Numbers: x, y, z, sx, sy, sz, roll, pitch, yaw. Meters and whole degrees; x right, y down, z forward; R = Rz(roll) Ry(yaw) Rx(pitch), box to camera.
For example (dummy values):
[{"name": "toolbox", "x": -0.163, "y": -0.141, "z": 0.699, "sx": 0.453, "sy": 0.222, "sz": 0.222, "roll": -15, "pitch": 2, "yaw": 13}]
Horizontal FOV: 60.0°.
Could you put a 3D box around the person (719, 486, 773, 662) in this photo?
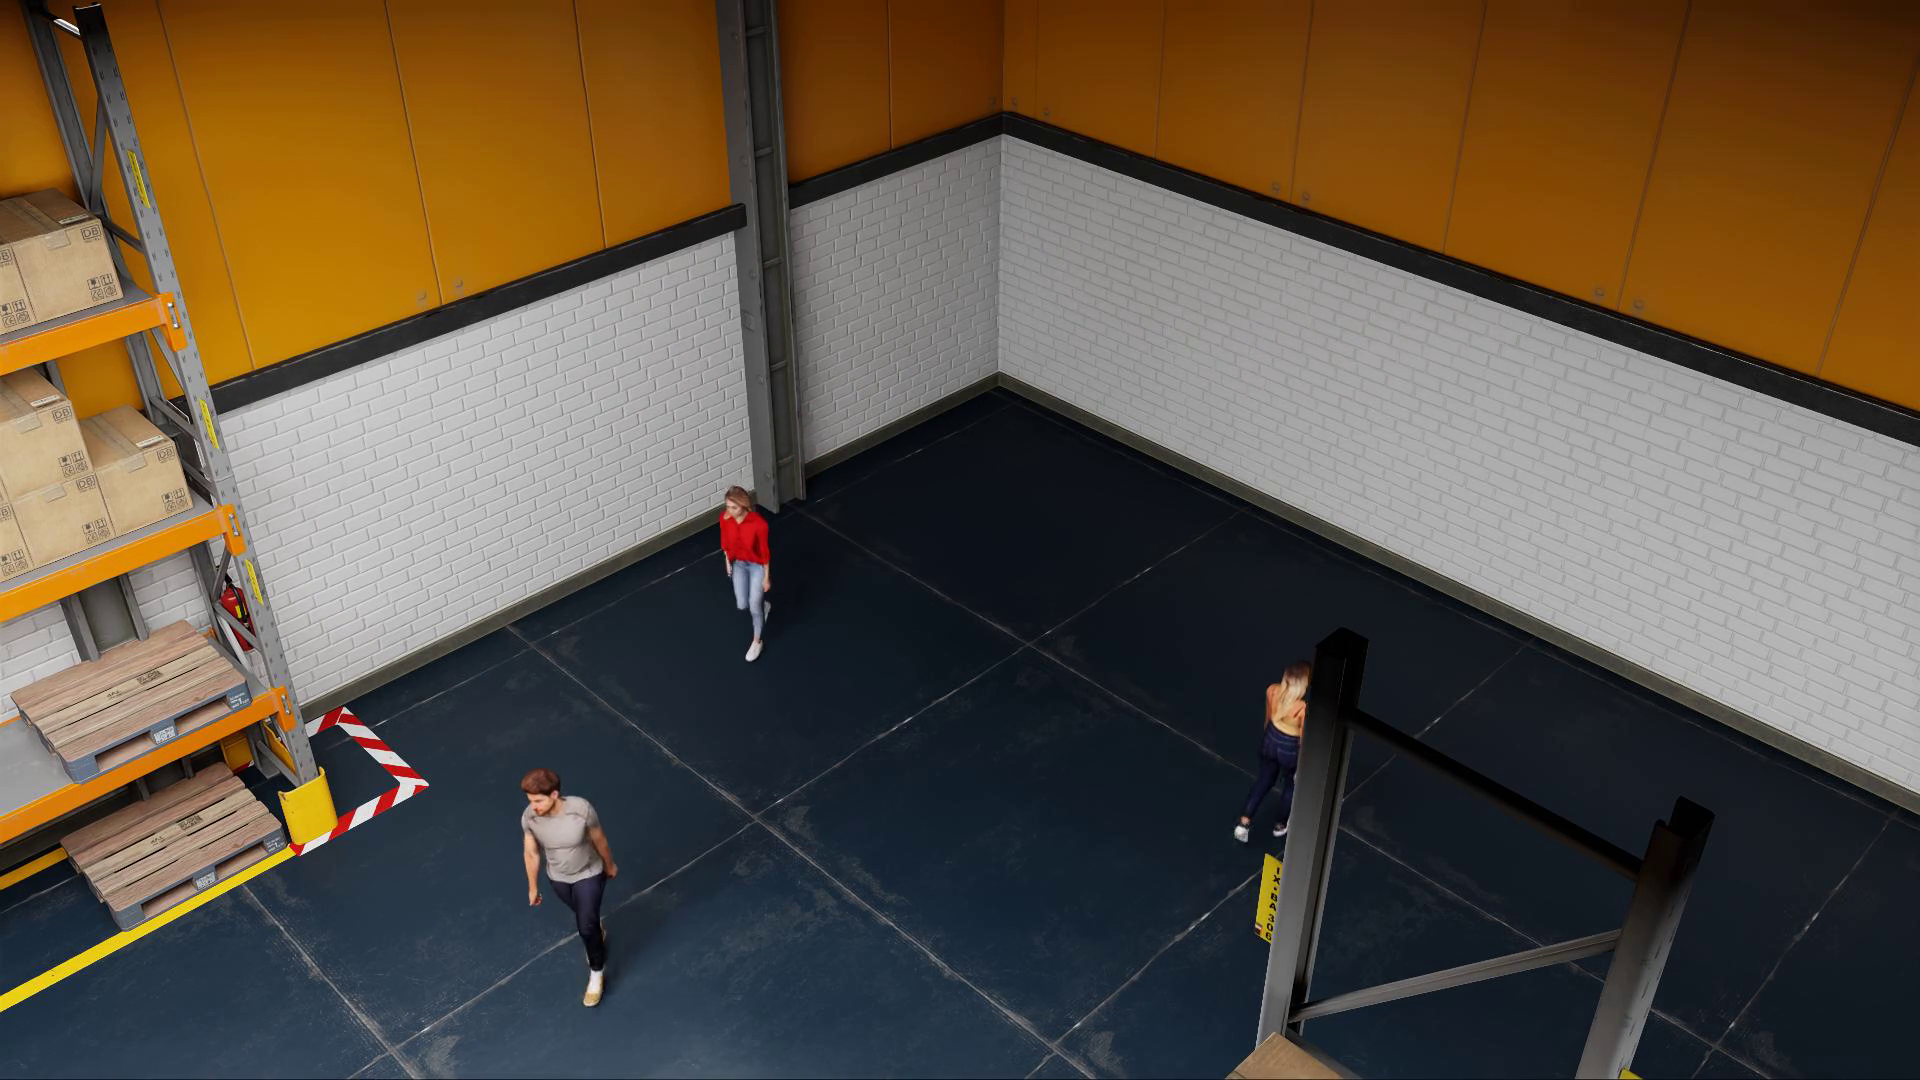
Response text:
[{"name": "person", "x": -1.671, "y": 0.198, "z": 13.674, "sx": 0.818, "sy": 1.677, "sz": 0.932, "roll": 10, "pitch": 35, "yaw": 15}]

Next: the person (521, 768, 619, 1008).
[{"name": "person", "x": -2.444, "y": 2.080, "z": 10.694, "sx": 0.972, "sy": 1.841, "sz": 1.056, "roll": -1, "pitch": 34, "yaw": -2}]

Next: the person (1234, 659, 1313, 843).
[{"name": "person", "x": 2.226, "y": 1.530, "z": 11.728, "sx": 0.889, "sy": 1.612, "sz": 0.579, "roll": -27, "pitch": 42, "yaw": -34}]
